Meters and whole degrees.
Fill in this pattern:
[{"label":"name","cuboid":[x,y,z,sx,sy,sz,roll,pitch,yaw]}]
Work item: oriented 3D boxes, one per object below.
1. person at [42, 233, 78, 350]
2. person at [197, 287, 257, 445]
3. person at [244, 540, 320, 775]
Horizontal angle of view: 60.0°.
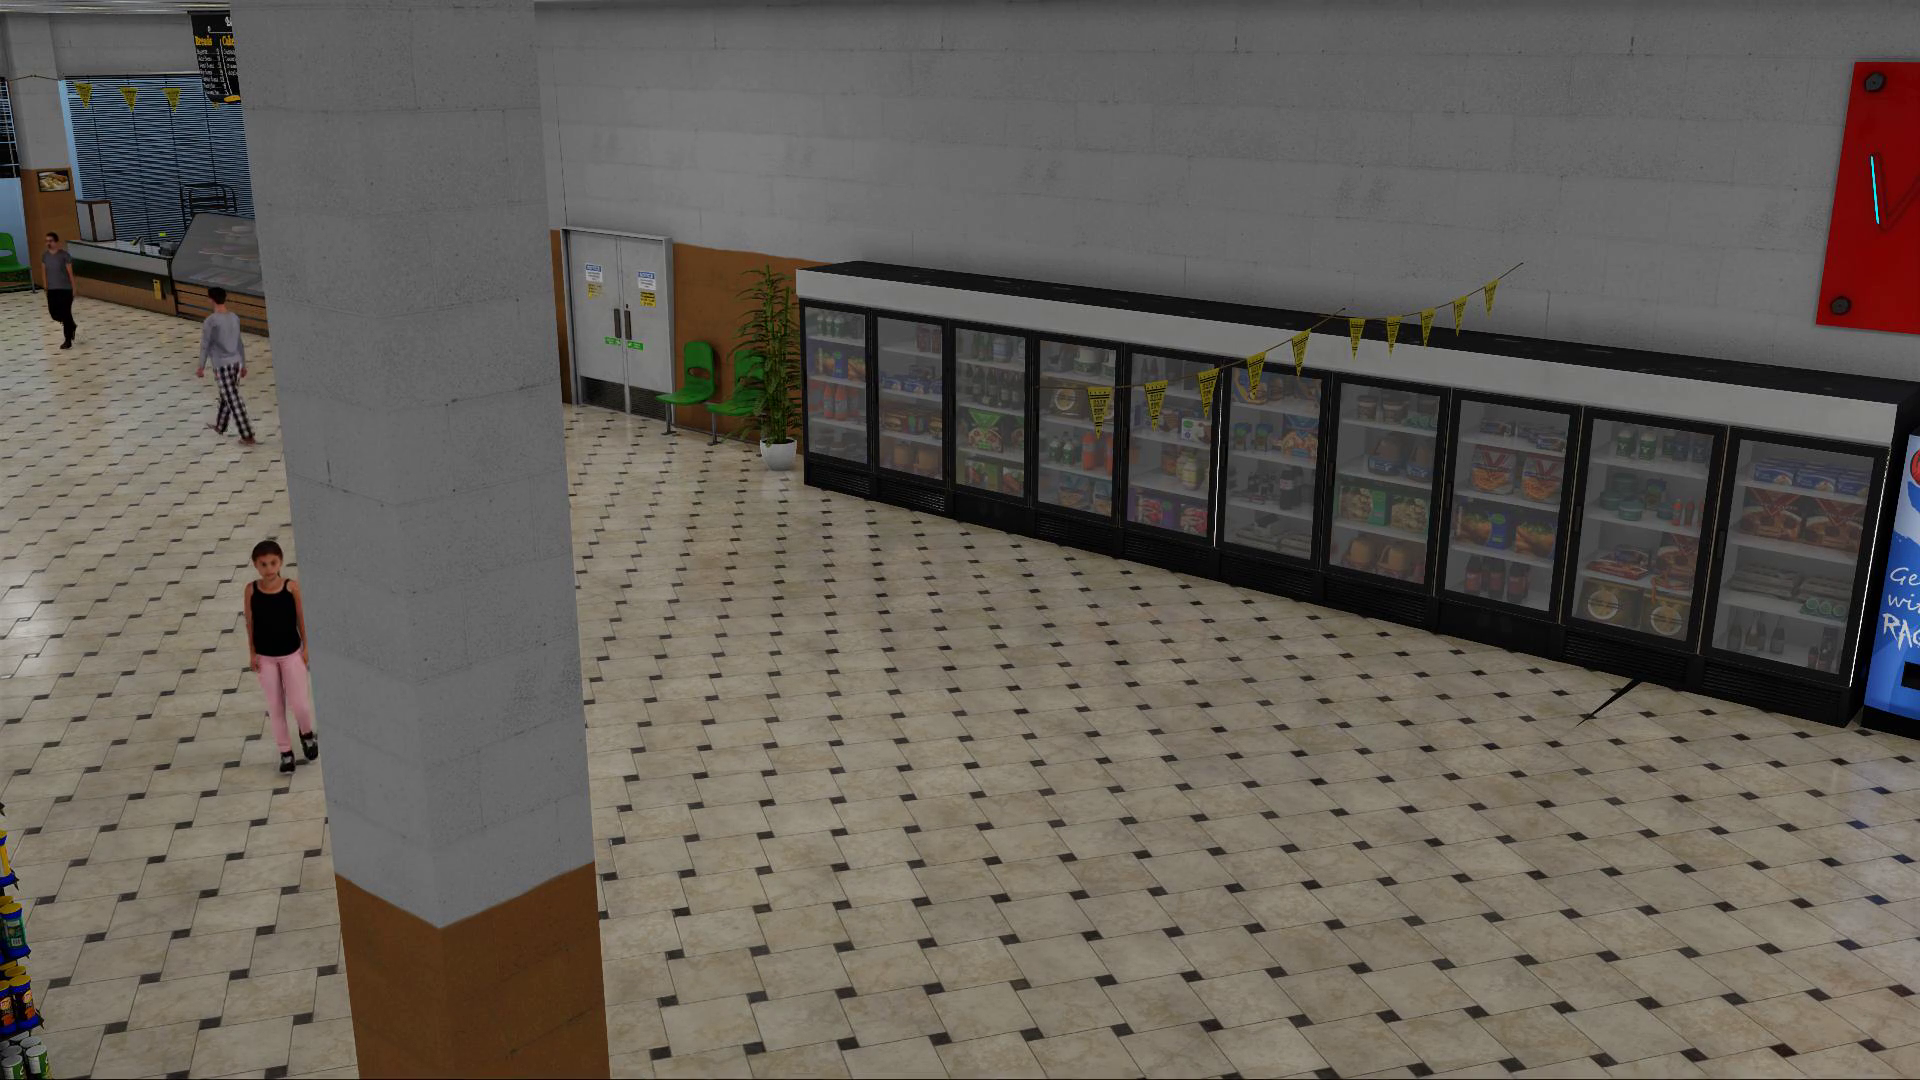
[{"label":"person","cuboid":[-13.736,-3.827,25.479,0.955,1.736,1.051,0,17,0]},{"label":"person","cuboid":[-8.443,-1.990,19.294,0.917,1.813,1.116,7,18,21]},{"label":"person","cuboid":[-4.411,0.734,10.772,0.671,1.553,0.721,-5,18,-16]}]
